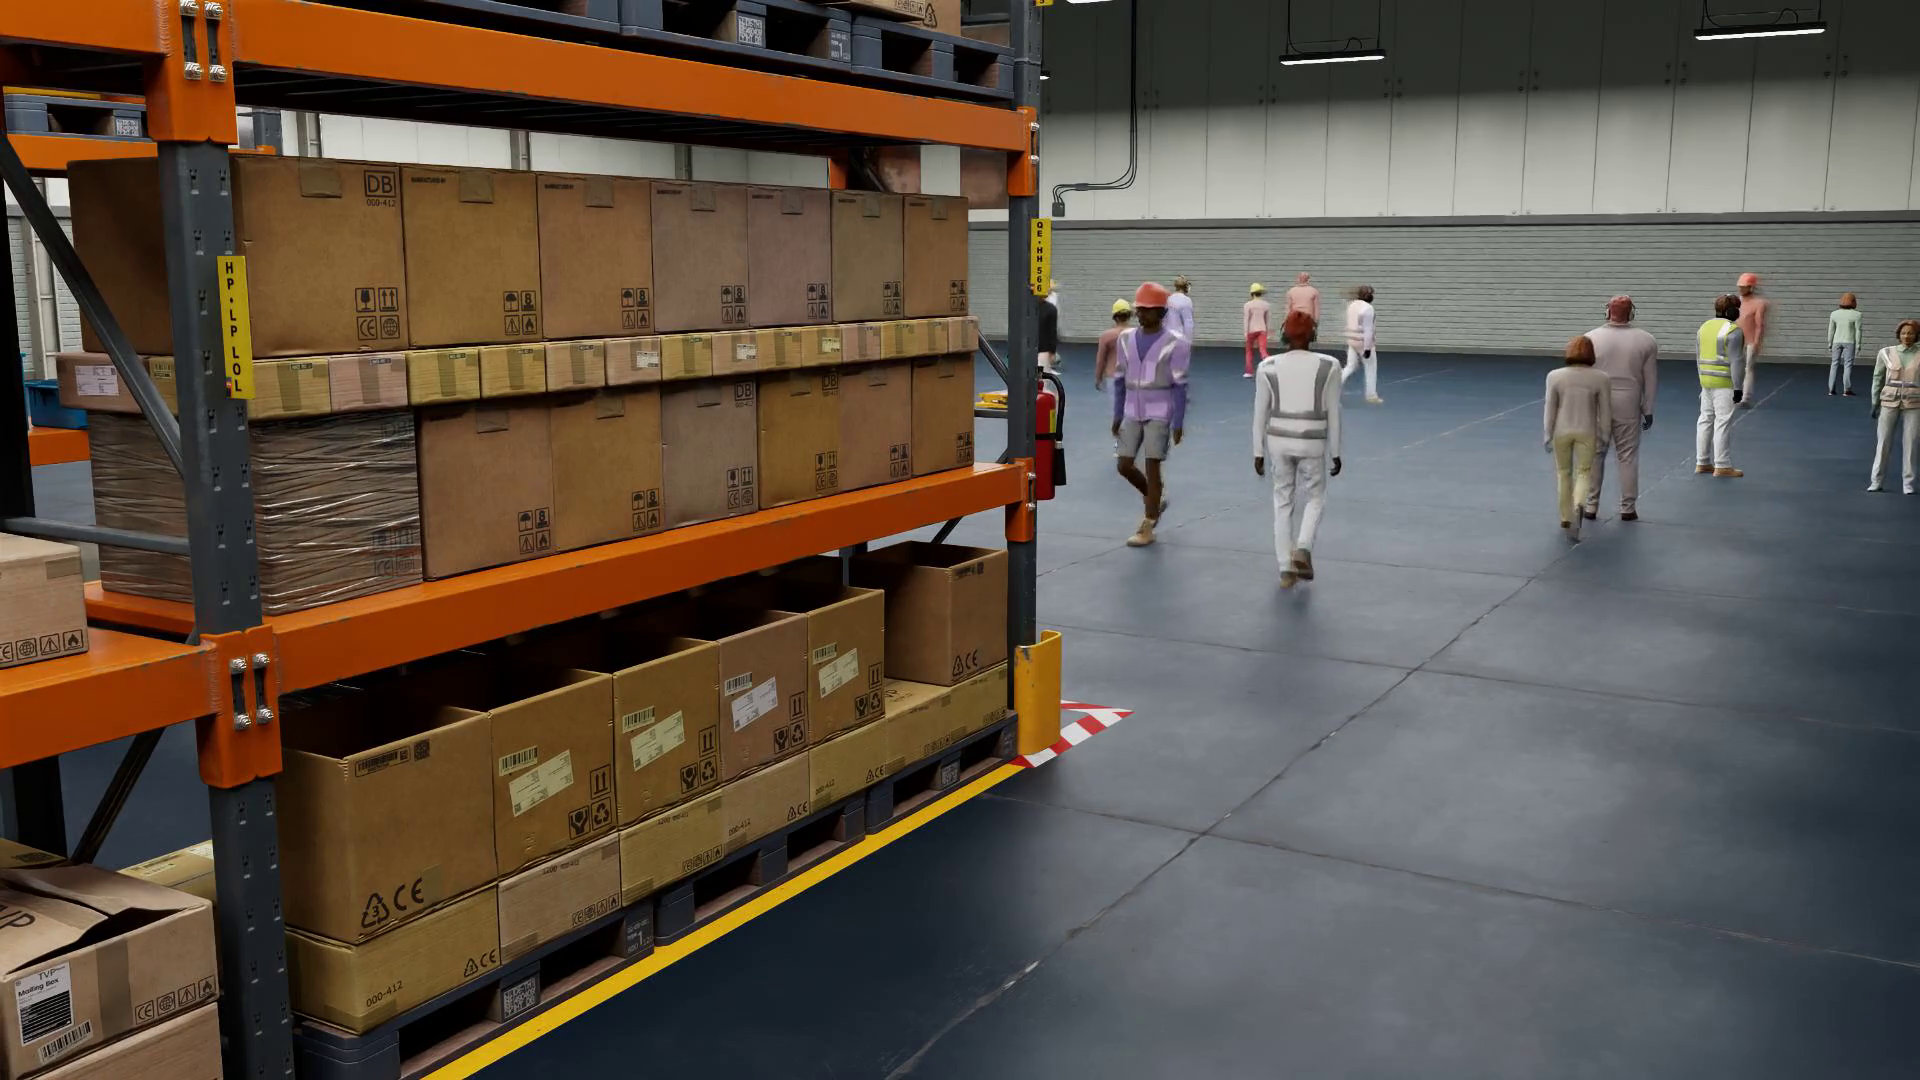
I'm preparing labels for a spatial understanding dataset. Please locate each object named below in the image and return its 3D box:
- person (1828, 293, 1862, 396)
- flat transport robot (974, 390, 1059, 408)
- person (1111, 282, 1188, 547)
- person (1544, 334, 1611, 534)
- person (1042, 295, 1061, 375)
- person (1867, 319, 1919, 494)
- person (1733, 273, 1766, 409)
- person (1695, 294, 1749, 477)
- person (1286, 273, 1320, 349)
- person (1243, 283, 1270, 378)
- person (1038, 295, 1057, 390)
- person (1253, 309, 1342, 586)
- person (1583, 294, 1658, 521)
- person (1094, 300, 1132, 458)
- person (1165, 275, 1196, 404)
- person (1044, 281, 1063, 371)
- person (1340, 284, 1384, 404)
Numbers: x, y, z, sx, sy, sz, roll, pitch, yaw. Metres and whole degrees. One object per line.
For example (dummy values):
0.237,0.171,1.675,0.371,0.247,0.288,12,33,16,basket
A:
14.173,-3.128,26.644,0.270,1.631,0.509,-8,12,-38,person
0.834,-2.092,24.559,0.652,0.197,1.431,6,11,31,flat transport robot
1.472,-0.971,12.845,0.625,2.033,0.553,7,12,36,person
4.924,-0.839,13.305,0.507,1.607,0.687,4,10,22,person
1.473,-3.952,31.150,0.747,1.736,0.534,-1,10,-6,person
8.846,-1.248,15.625,0.523,1.636,0.310,6,12,33,person
11.391,-2.888,24.223,0.477,1.977,0.651,-4,11,-24,person
7.739,-1.565,16.886,0.429,1.844,0.626,-2,10,-12,person
6.979,-4.474,33.792,0.652,1.891,0.460,5,11,25,person
5.409,-3.784,30.171,0.537,1.743,0.794,-2,10,-13,person
1.006,-2.527,22.088,0.639,1.983,0.441,7,12,36,person
2.276,-0.616,11.235,0.600,1.868,0.415,3,10,19,person
5.532,-1.116,14.068,0.651,1.906,0.403,3,10,18,person
1.757,-1.795,18.506,0.541,1.731,0.835,-2,10,-13,person
3.324,-3.016,25.104,0.364,1.940,0.638,-4,11,-24,person
1.702,-4.157,32.159,0.454,1.810,0.653,-1,10,-8,person
5.991,-2.945,25.078,0.854,1.817,0.631,-4,10,-20,person
